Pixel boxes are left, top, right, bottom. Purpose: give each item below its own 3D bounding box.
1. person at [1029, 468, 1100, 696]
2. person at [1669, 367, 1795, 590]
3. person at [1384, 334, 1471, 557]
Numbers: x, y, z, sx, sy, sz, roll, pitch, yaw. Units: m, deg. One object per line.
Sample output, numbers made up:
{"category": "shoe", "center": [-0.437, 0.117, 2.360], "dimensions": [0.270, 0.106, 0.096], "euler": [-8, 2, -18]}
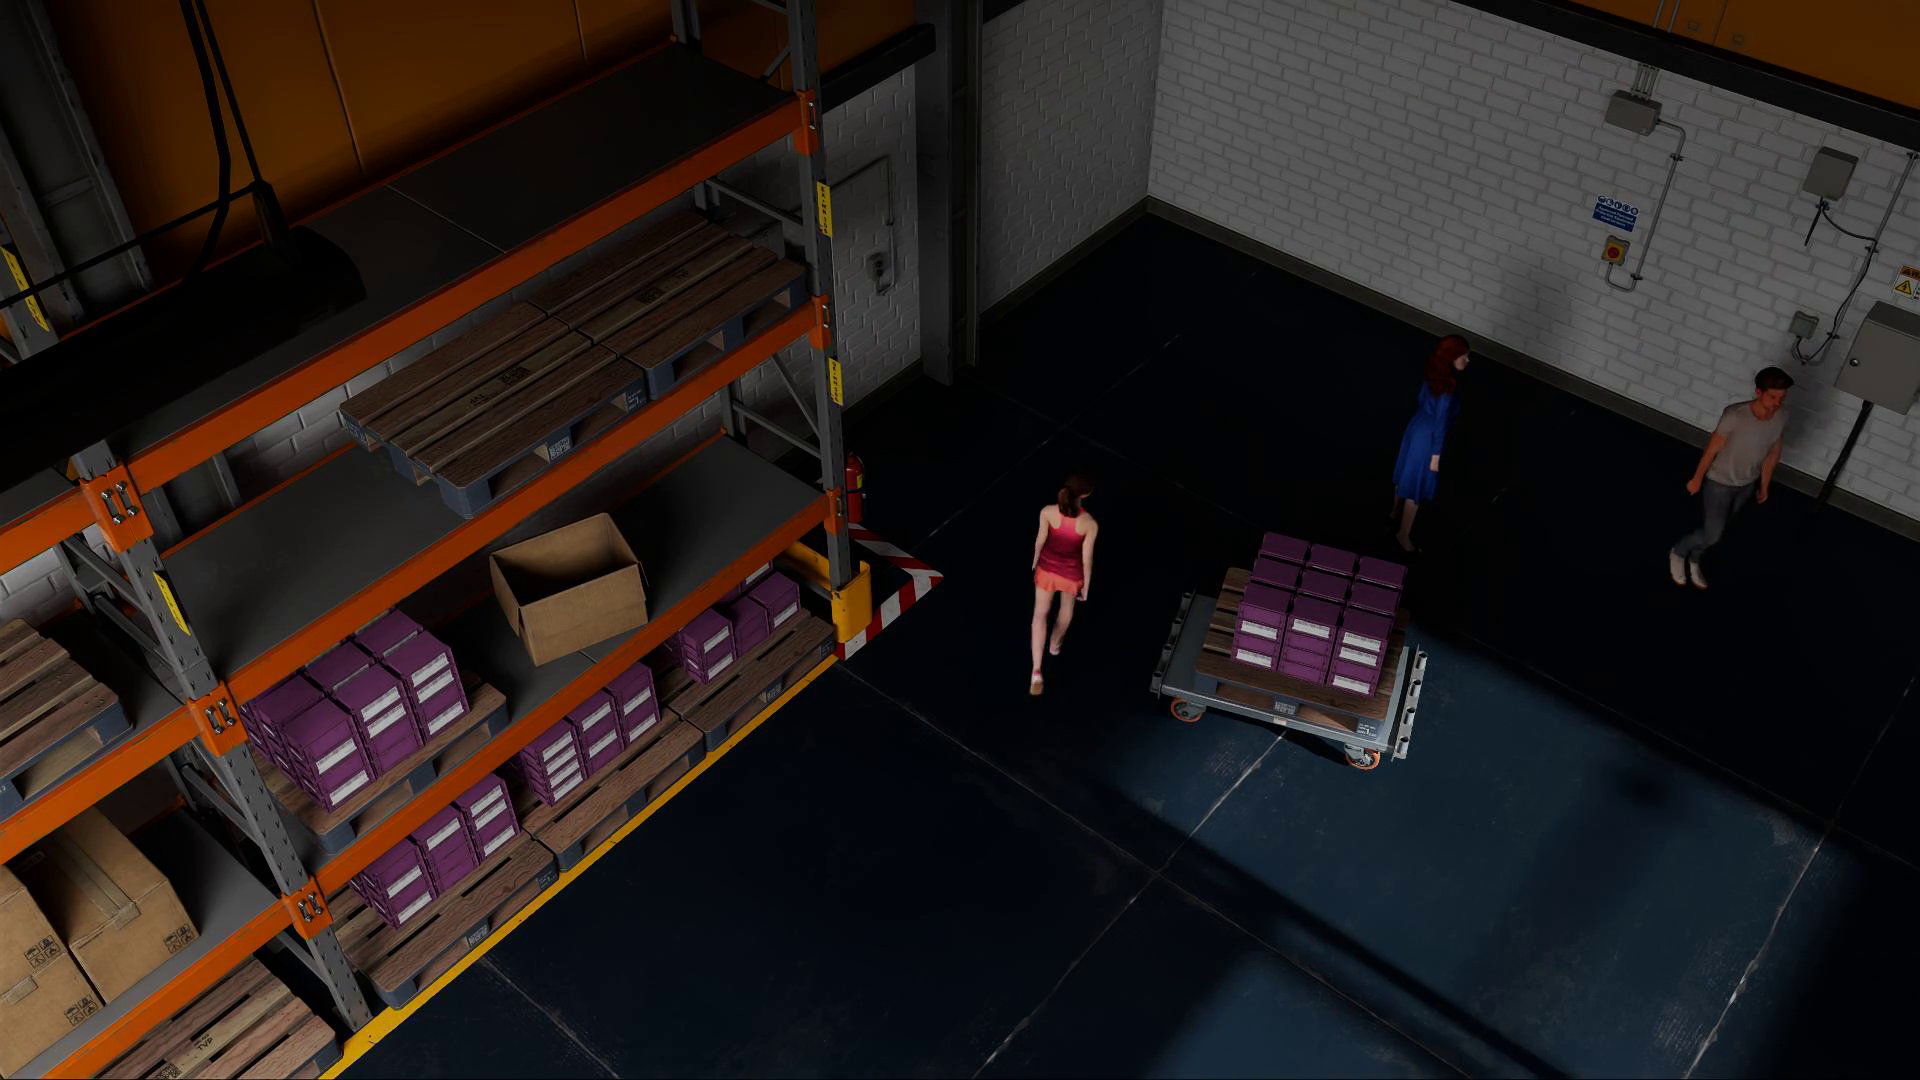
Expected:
{"category": "person", "center": [0.637, 0.272, 10.655], "dimensions": [0.894, 1.724, 1.097], "euler": [7, 44, 7]}
{"category": "person", "center": [5.205, -0.479, 11.328], "dimensions": [0.741, 1.884, 0.829], "euler": [-10, 45, -11]}
{"category": "person", "center": [3.237, -0.666, 11.565], "dimensions": [0.772, 1.828, 0.698], "euler": [0, 44, 0]}
